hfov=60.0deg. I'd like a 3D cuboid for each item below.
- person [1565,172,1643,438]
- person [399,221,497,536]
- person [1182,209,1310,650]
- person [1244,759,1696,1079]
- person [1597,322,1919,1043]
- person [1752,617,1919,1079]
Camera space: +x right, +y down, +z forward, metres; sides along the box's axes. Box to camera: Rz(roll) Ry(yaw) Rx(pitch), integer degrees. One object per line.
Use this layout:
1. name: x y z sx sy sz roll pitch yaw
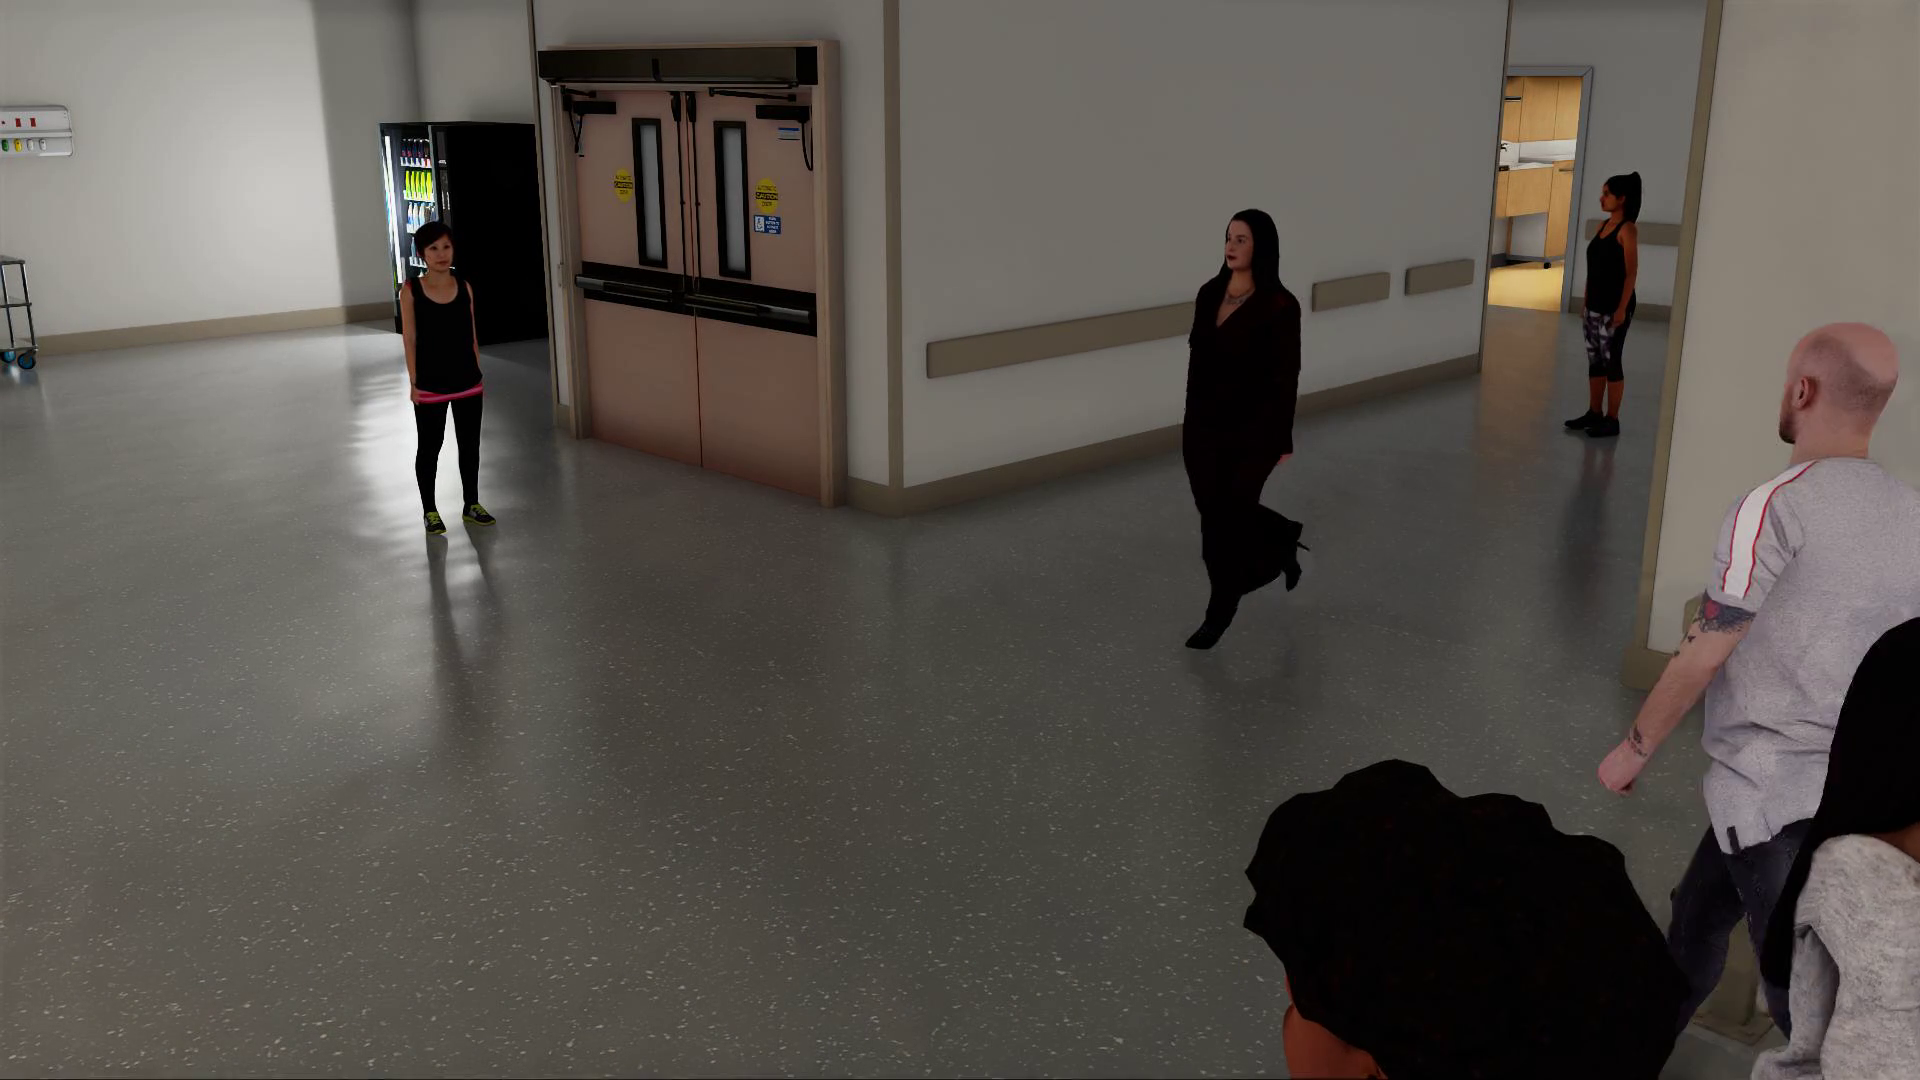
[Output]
1. person: 4.144 -1.505 10.604 0.721 1.665 0.625 -3 16 -10
2. person: -2.600 -0.825 8.398 0.549 1.552 0.518 -13 20 -39
3. person: 1.169 -0.438 6.692 0.840 1.733 1.000 -11 19 -34
4. person: 0.351 1.033 1.359 0.591 1.796 0.646 11 19 34
5. person: 1.643 0.546 3.125 0.842 1.774 1.298 -11 19 -34
6. person: 1.102 0.882 2.273 1.060 1.591 0.635 14 21 40
